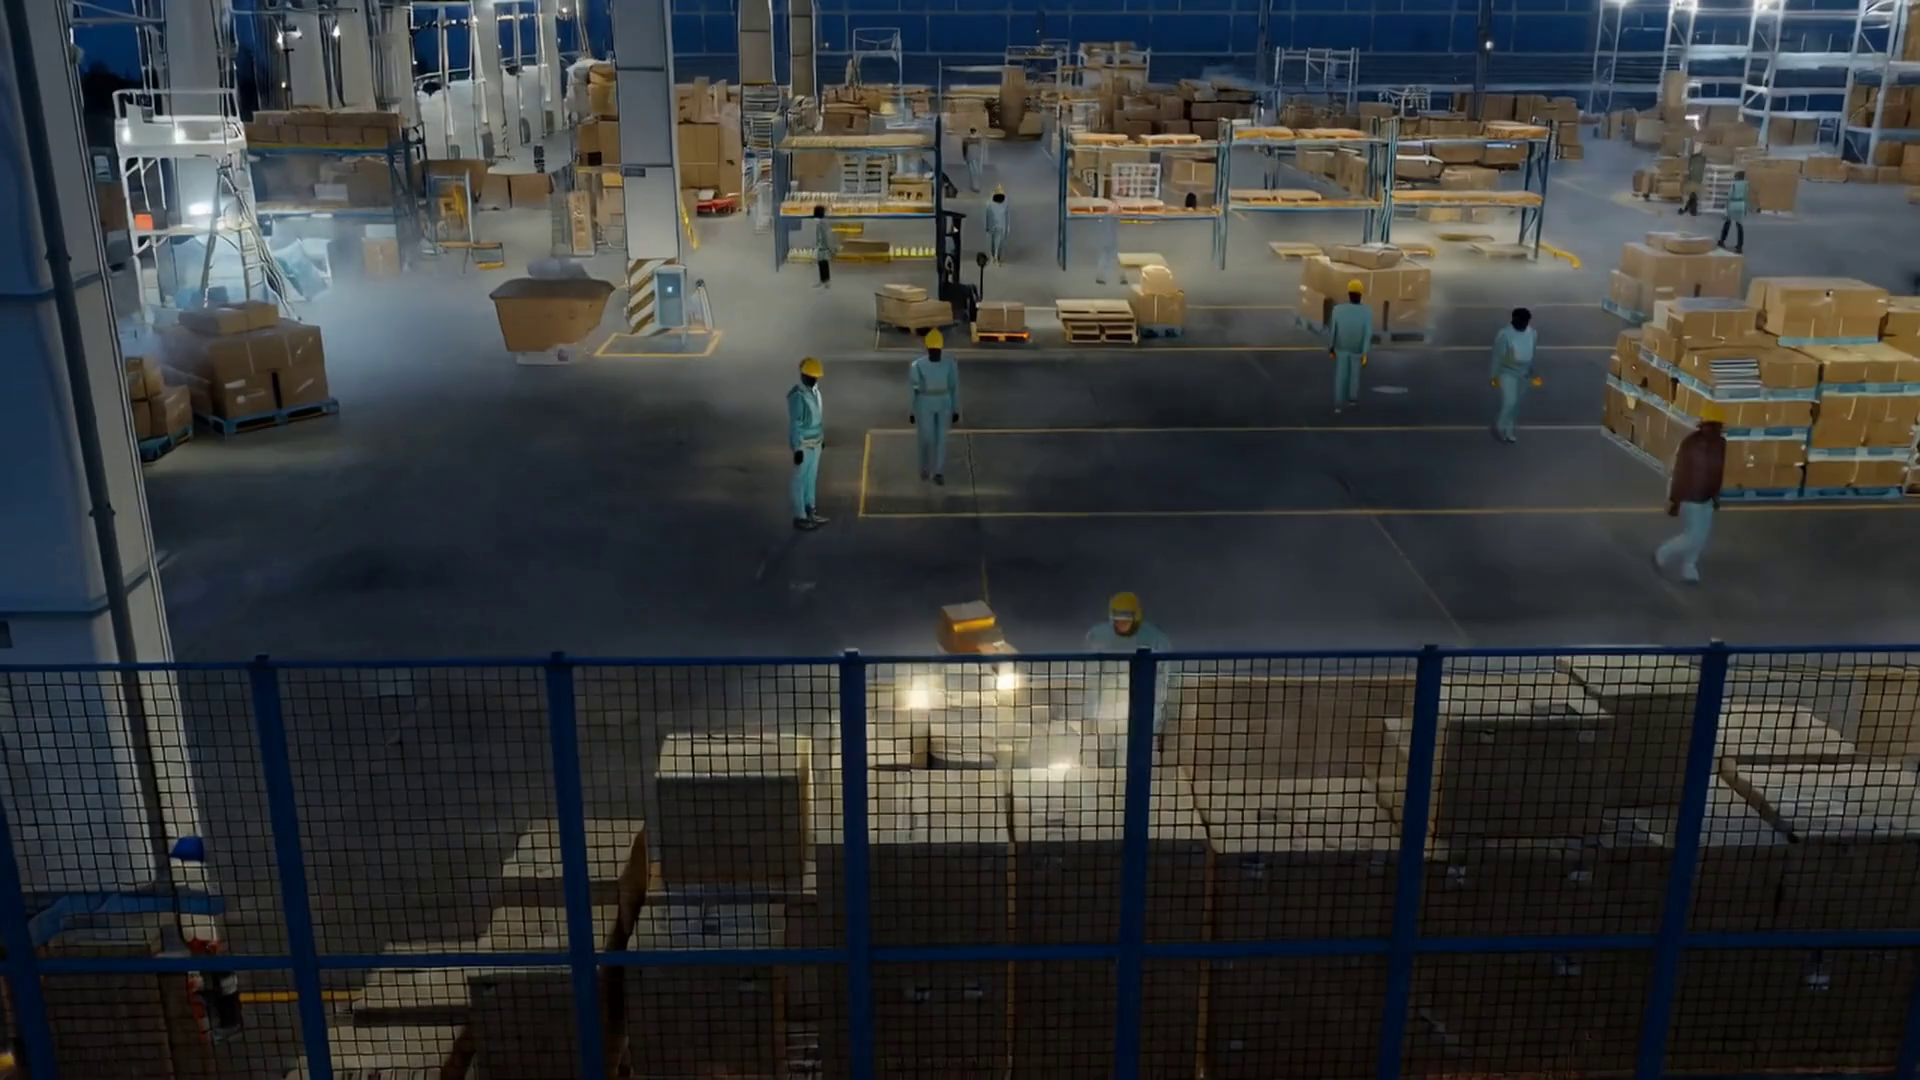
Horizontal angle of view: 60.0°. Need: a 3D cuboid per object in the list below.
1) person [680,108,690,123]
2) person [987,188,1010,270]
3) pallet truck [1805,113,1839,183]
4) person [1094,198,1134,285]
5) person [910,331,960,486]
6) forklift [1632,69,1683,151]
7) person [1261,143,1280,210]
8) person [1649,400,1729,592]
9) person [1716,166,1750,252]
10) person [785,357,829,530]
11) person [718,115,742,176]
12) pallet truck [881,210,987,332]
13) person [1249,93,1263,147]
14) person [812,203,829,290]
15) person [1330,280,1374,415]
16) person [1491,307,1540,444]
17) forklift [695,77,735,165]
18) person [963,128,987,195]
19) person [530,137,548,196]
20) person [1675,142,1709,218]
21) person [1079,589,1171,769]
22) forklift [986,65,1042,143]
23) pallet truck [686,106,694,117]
[{"bbox_3d":[-9.030,-13.266,54.762,0.337,1.882,0.584,1,19,4],"label":"person"},{"bbox_3d":[0.806,-6.677,35.492,0.493,1.709,0.847,-1,19,-4],"label":"person"},{"bbox_3d":[26.403,-11.957,50.702,0.823,1.965,1.885,6,19,16],"label":"pallet truck"},{"bbox_3d":[3.114,-5.981,33.402,0.882,1.722,0.531,2,19,5],"label":"person"},{"bbox_3d":[-0.295,-1.590,20.080,0.602,1.911,0.416,-4,19,-12],"label":"person"},{"bbox_3d":[25.330,-15.379,59.495,1.873,2.768,1.129,-1,19,-1],"label":"forklift"},{"bbox_3d":[8.299,-9.786,44.592,0.509,1.801,0.907,-3,19,-8],"label":"person"},{"bbox_3d":[7.344,-0.455,16.626,0.624,1.977,0.531,-12,22,-31],"label":"person"},{"bbox_3d":[17.586,-7.506,37.669,0.561,1.895,0.978,-1,19,-4],"label":"person"},{"bbox_3d":[-1.699,-1.092,18.561,0.401,1.938,0.603,8,20,21],"label":"person"},{"bbox_3d":[-7.255,-12.255,51.766,0.998,1.898,0.635,-14,23,-35],"label":"person"},{"bbox_3d":[-0.493,-4.759,29.349,1.885,1.965,0.823,-13,23,-34],"label":"pallet truck"},{"bbox_3d":[10.938,-15.436,61.145,0.395,1.919,0.590,-6,20,-18],"label":"person"},{"bbox_3d":[-2.763,-5.827,32.977,0.317,1.700,0.538,4,19,13],"label":"person"},{"bbox_3d":[5.518,-2.732,23.519,0.587,1.886,0.980,5,19,16],"label":"person"},{"bbox_3d":[7.340,-2.158,21.899,0.637,1.827,0.520,-7,20,-19],"label":"person"},{"bbox_3d":[-8.481,-13.870,55.019,1.873,2.768,1.129,-1,19,-1],"label":"forklift"},{"bbox_3d":[0.421,-10.880,47.699,0.703,1.887,0.871,-3,19,-10],"label":"person"},{"bbox_3d":[-11.930,-10.583,47.179,0.525,1.639,0.307,8,20,22],"label":"person"},{"bbox_3d":[19.035,-9.343,43.102,0.611,1.909,1.031,-9,21,-24],"label":"person"},{"bbox_3d":[1.182,1.197,11.860,0.631,1.901,0.976,7,20,19],"label":"person"},{"bbox_3d":[2.090,-16.460,62.702,1.873,2.768,1.129,-10,21,-26],"label":"forklift"},{"bbox_3d":[-9.671,-15.907,62.421,0.823,1.965,1.885,5,19,15],"label":"pallet truck"}]
